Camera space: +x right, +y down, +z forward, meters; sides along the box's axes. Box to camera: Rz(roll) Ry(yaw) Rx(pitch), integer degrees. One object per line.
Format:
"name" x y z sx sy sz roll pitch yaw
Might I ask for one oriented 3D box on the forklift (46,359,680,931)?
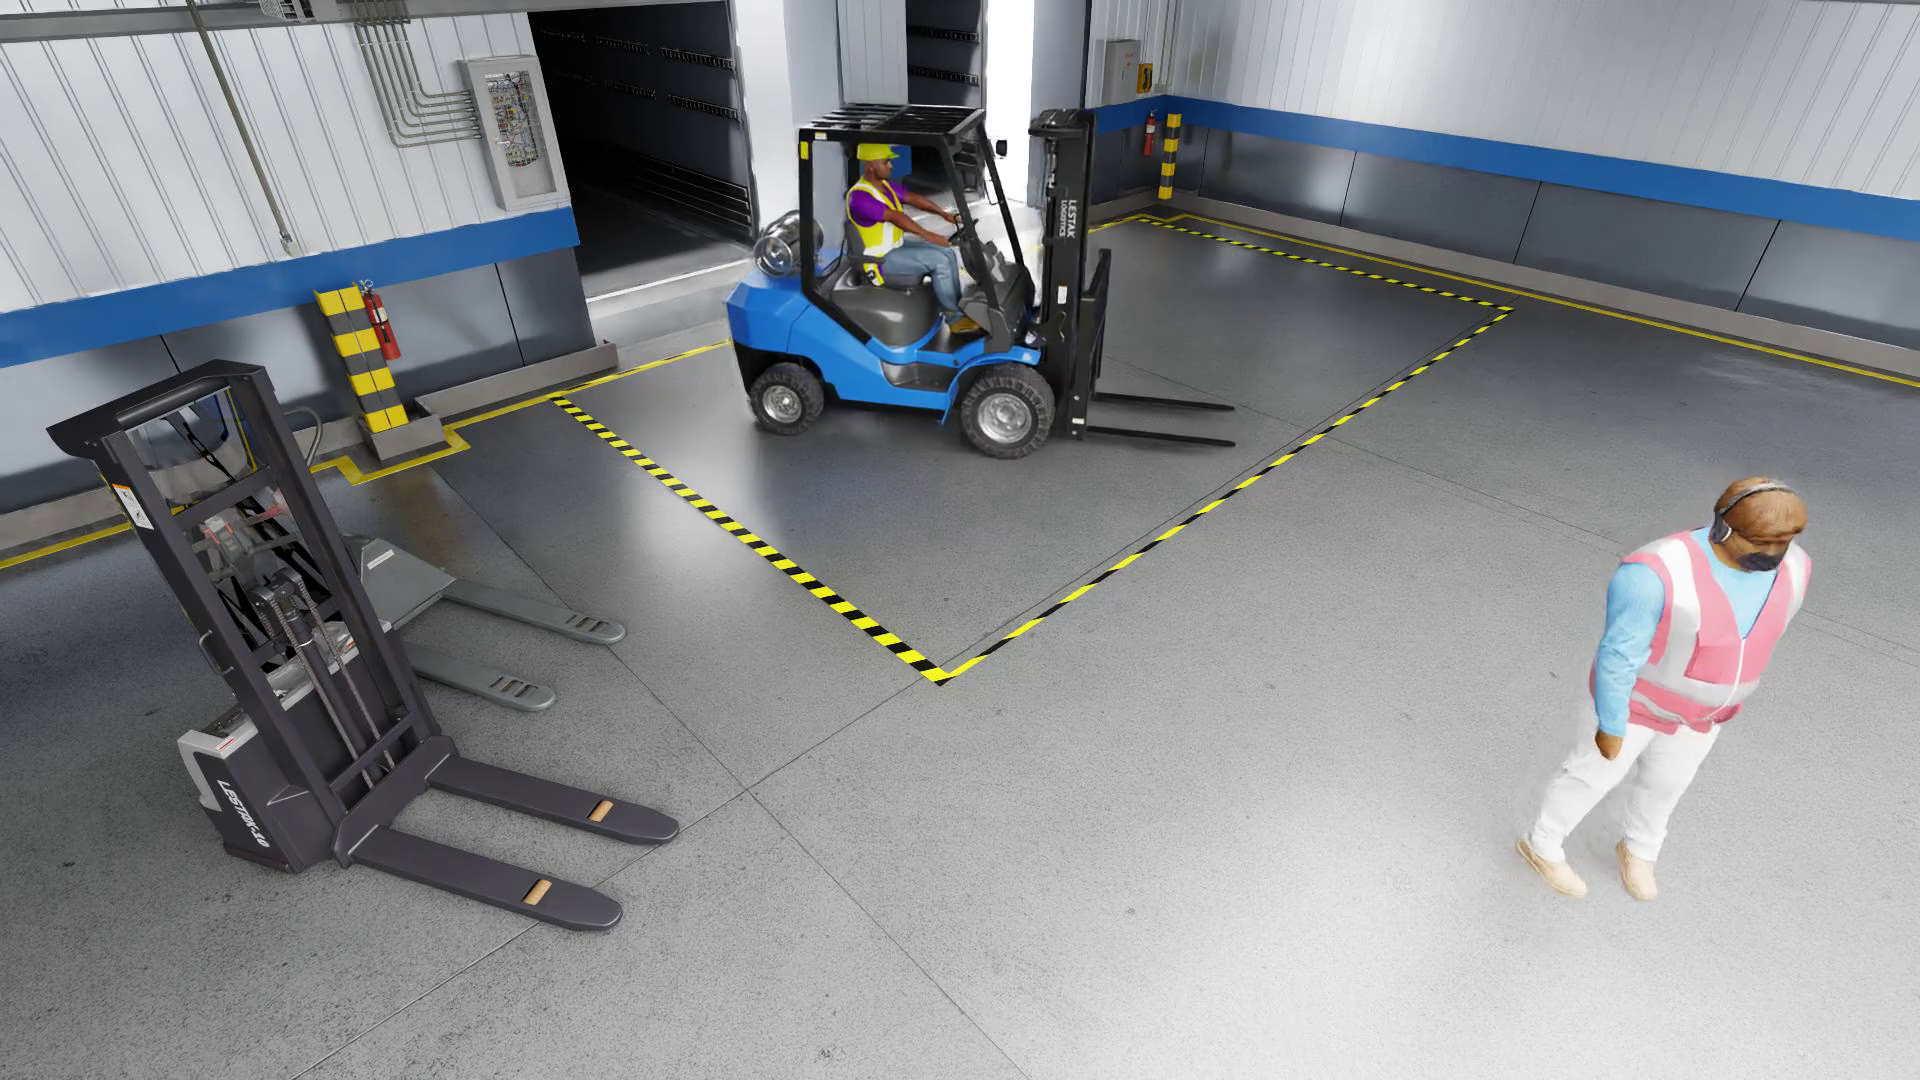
"forklift" -2.135 0.422 3.354 1.885 1.965 0.823 10 35 14

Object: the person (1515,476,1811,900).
"person" 2.505 0.579 3.283 0.635 1.830 0.447 -2 34 -3

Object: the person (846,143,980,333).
"person" -0.261 -2.129 6.456 1.004 1.294 0.635 8 35 11

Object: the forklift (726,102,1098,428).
"forklift" -0.318 -1.986 6.579 2.680 2.036 1.157 8 35 11

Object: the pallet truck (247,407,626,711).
"pallet truck" -2.628 0.038 4.590 1.601 1.201 0.680 12 36 18
